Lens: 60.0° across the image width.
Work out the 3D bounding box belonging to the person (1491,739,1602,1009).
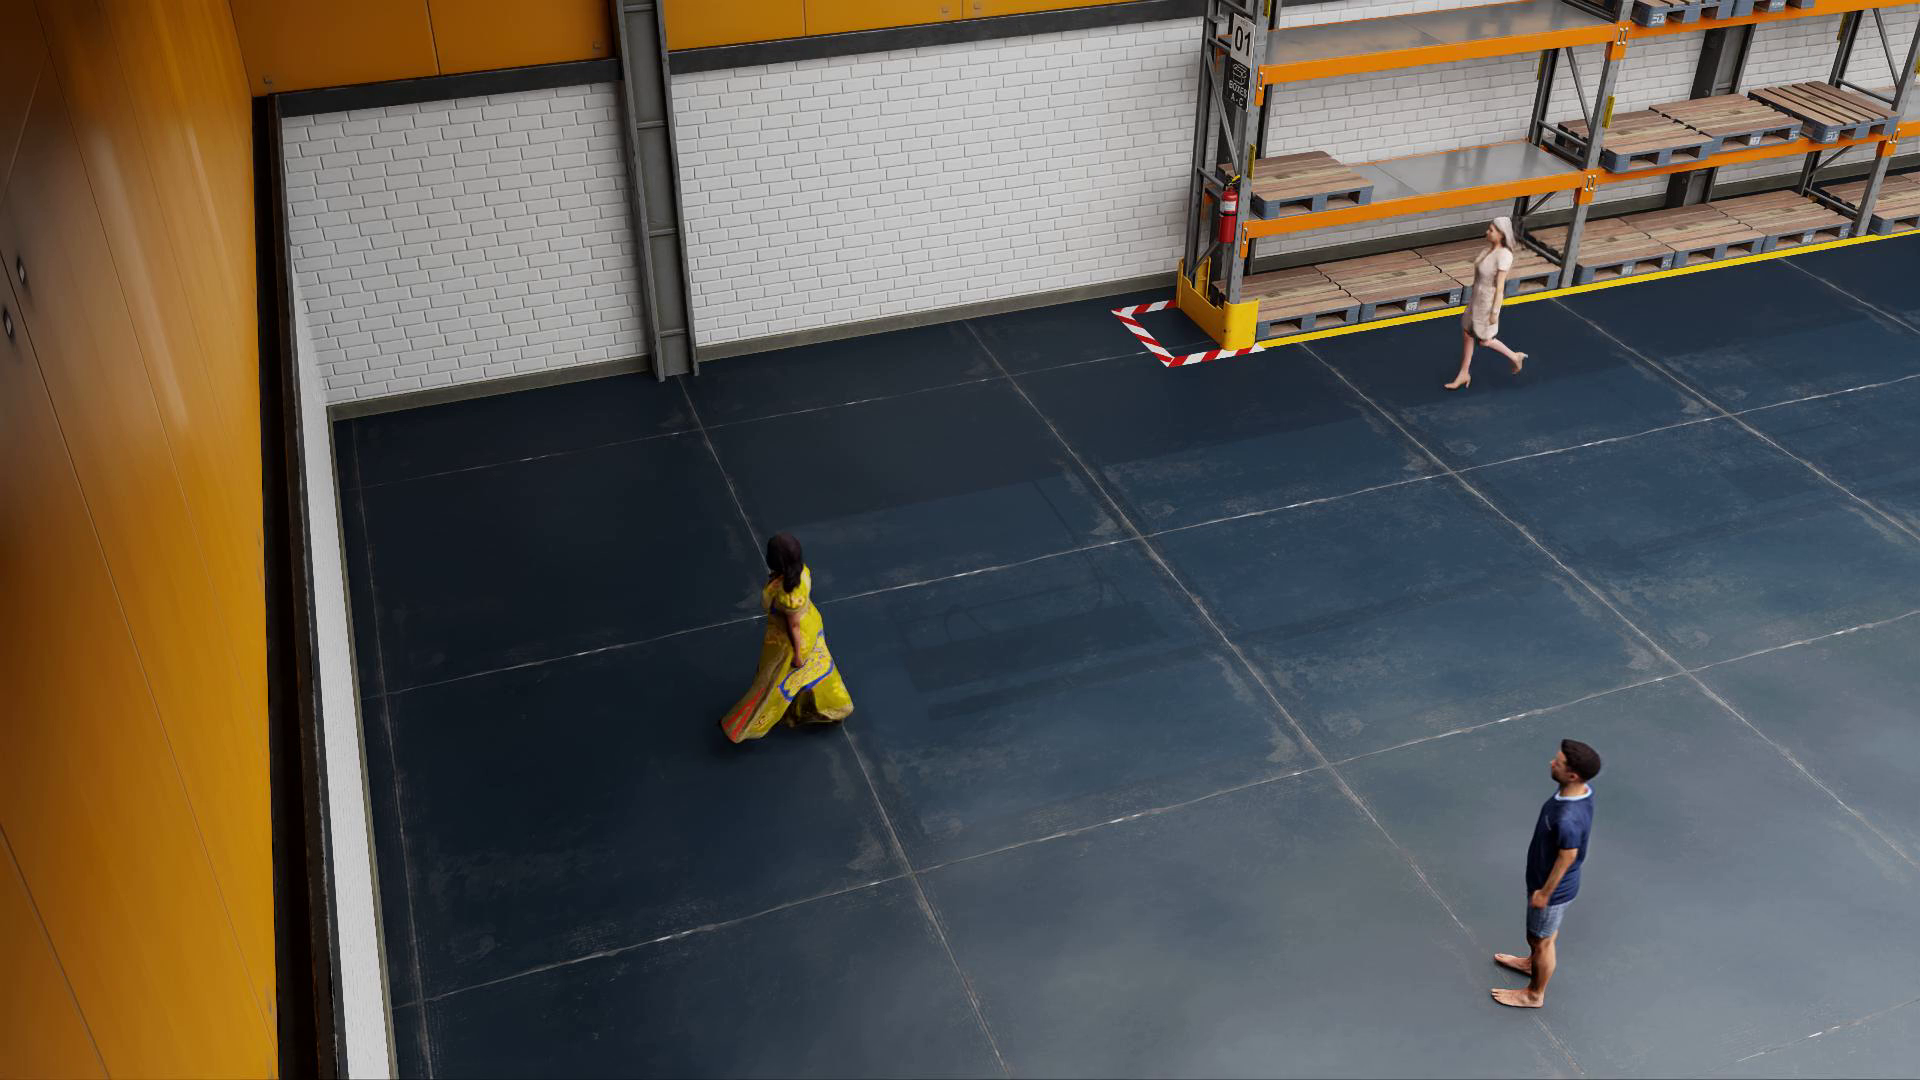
[{"bbox_3d":[3.281,1.847,9.205,0.754,1.847,0.702,13,36,18],"label":"person"}]

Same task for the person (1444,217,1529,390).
[{"bbox_3d":[4.931,-2.159,15.346,1.039,1.720,0.783,-1,34,-2],"label":"person"}]

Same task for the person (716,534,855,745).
[{"bbox_3d":[-1.038,0.667,11.189,1.302,1.616,1.073,0,34,0],"label":"person"}]
